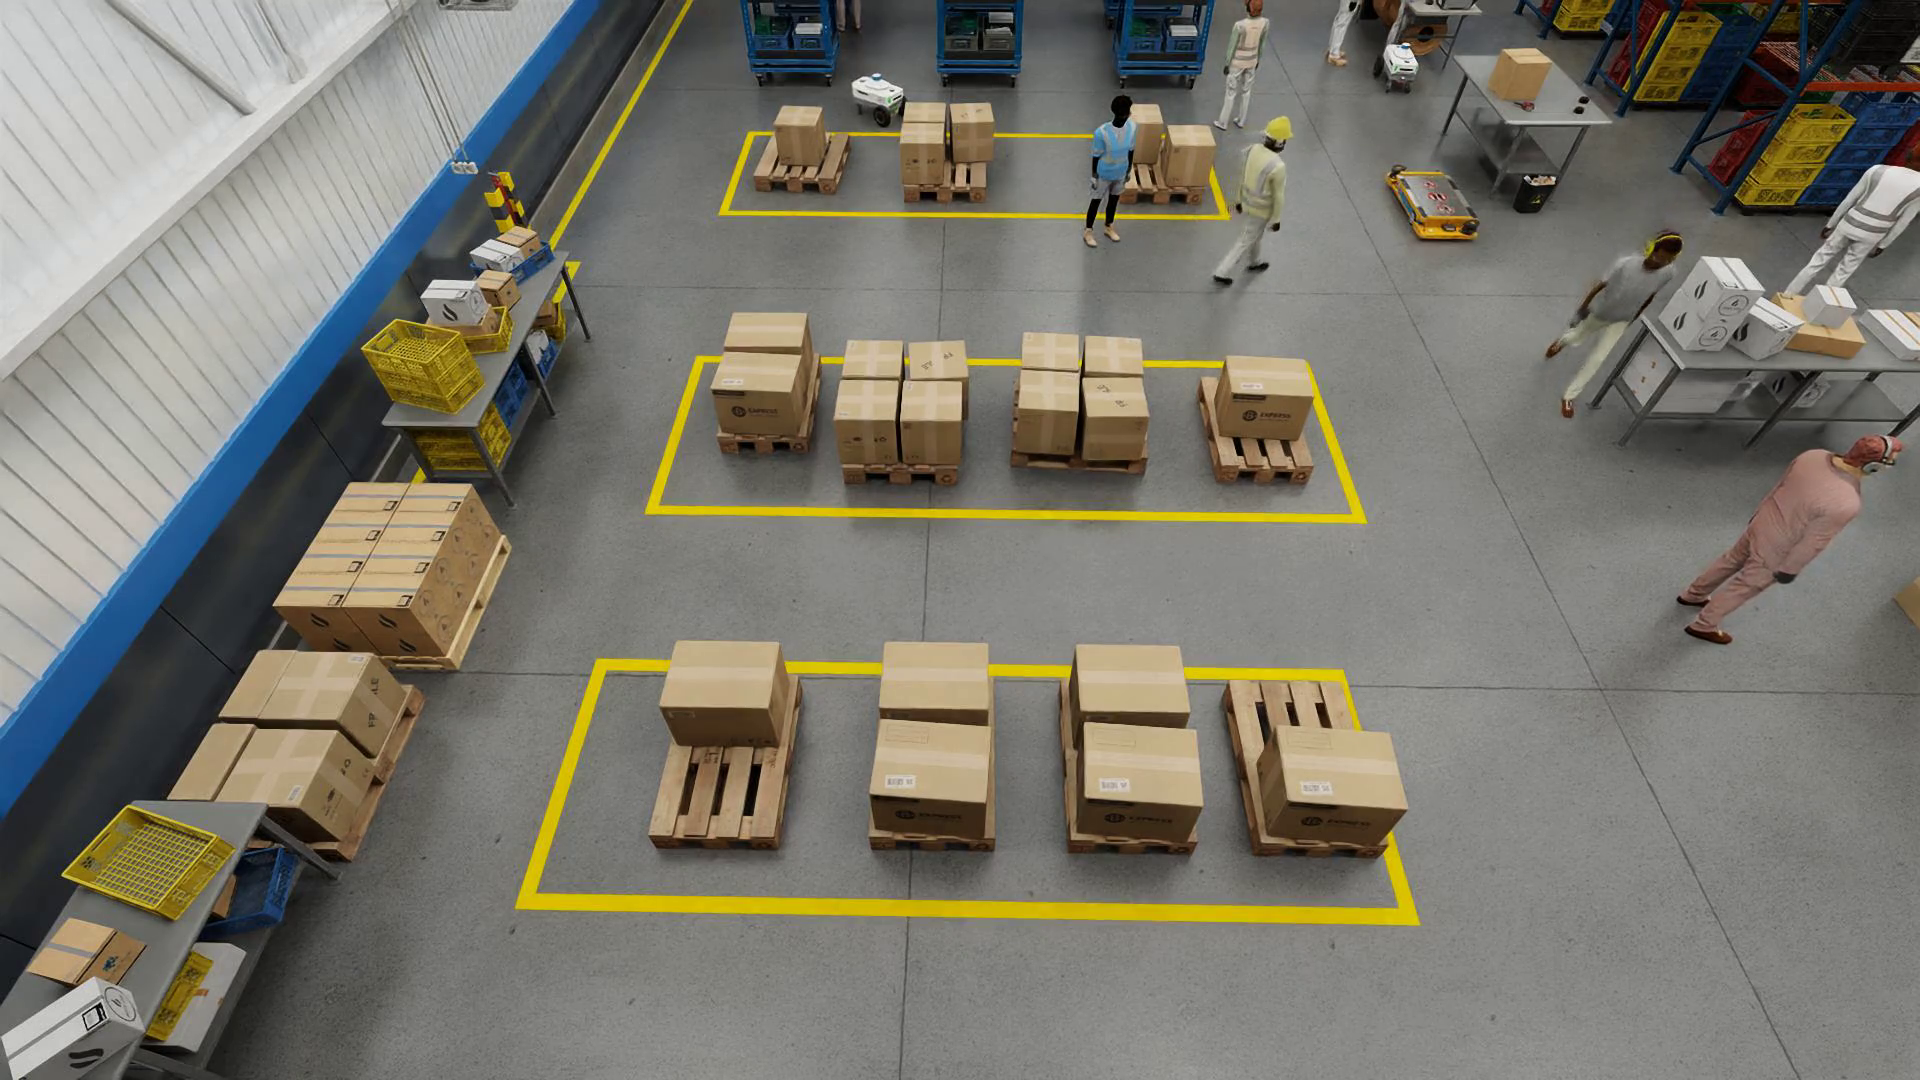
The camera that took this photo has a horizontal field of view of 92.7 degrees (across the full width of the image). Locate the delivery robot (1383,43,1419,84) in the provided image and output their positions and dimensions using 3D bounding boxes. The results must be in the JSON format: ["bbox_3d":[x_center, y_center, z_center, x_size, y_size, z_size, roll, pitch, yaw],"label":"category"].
[{"bbox_3d":[6.373,-6.919,13.257,0.477,0.478,0.707,4,49,4],"label":"delivery robot"}]

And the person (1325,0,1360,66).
[{"bbox_3d":[5.759,-7.986,13.396,0.430,1.845,0.622,12,50,10],"label":"person"}]

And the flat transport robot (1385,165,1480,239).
[{"bbox_3d":[5.692,-4.094,11.059,0.652,0.197,1.431,1,49,1],"label":"flat transport robot"}]

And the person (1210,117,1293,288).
[{"bbox_3d":[3.098,-3.483,9.530,0.822,1.799,0.602,-13,50,-11],"label":"person"}]

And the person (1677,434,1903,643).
[{"bbox_3d":[5.797,-0.010,6.459,0.400,1.900,0.645,11,50,10],"label":"person"}]

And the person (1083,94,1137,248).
[{"bbox_3d":[1.657,-4.042,10.081,0.534,1.694,0.320,-18,51,-15],"label":"person"}]

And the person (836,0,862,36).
[{"bbox_3d":[-1.775,-8.844,14.048,0.624,1.984,0.413,-20,52,-16],"label":"person"}]

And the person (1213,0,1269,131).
[{"bbox_3d":[3.708,-6.239,12.022,0.518,1.632,0.317,-12,50,-10],"label":"person"}]

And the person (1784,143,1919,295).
[{"bbox_3d":[8.943,-3.059,9.110,0.358,1.880,0.564,-33,57,-25],"label":"person"}]

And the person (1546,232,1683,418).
[{"bbox_3d":[5.890,-2.097,8.325,0.547,1.816,0.931,16,51,13],"label":"person"}]

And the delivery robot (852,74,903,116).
[{"bbox_3d":[-1.136,-6.130,12.575,0.707,0.478,0.477,28,55,22],"label":"delivery robot"}]

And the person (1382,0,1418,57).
[{"bbox_3d":[6.565,-7.890,13.260,0.380,1.930,0.630,23,53,18],"label":"person"}]
